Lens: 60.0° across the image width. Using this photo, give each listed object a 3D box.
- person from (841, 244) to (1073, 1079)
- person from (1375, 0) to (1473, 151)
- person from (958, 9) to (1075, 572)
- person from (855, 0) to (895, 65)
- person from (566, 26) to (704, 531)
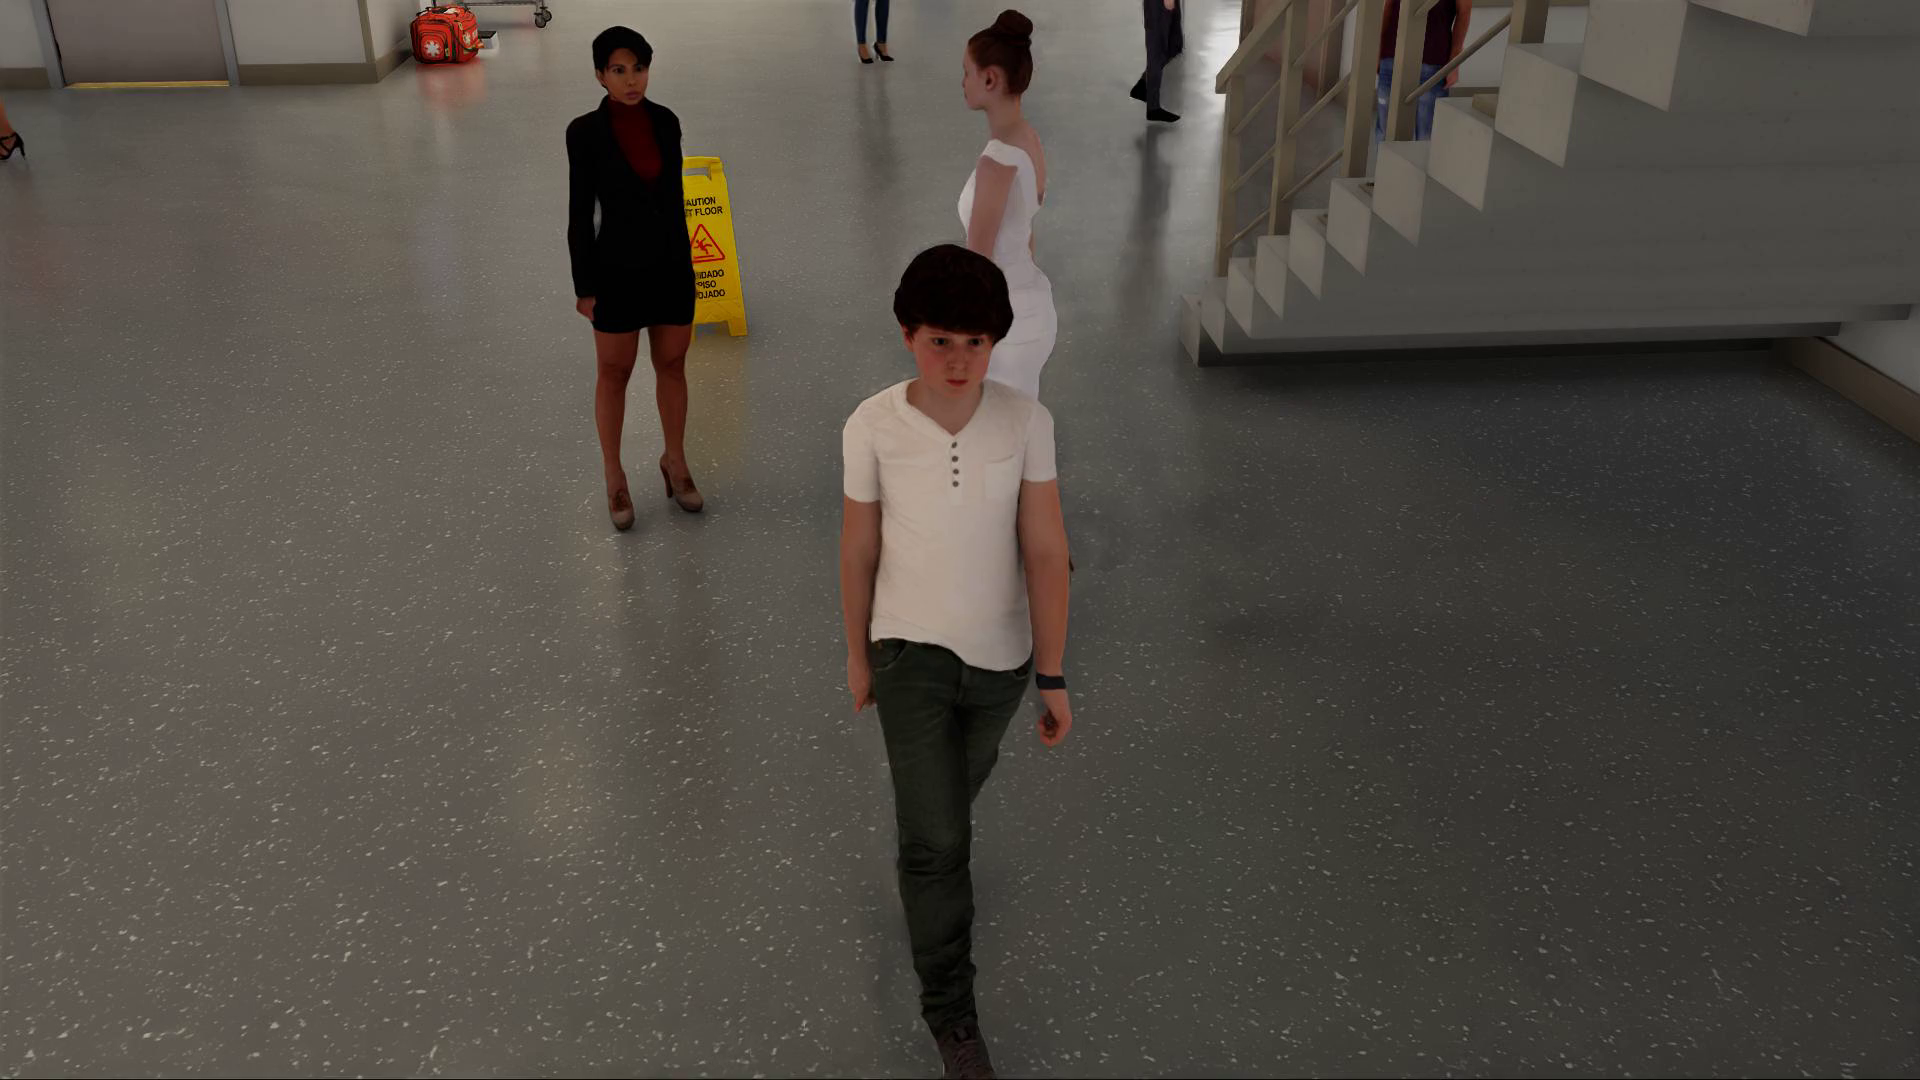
[{"bbox_3d":[-0.020,0.210,3.312,0.646,1.610,1.159,-5,26,-9],"label":"person"},{"bbox_3d":[2.412,-2.541,8.734,0.799,1.855,0.710,-22,34,-38],"label":"person"},{"bbox_3d":[0.238,-0.569,4.729,0.691,1.782,0.628,4,26,8],"label":"person"},{"bbox_3d":[-0.698,-4.786,13.462,0.646,1.793,0.683,-22,33,-38],"label":"person"},{"bbox_3d":[-1.048,-0.836,5.445,0.689,1.640,0.734,-16,30,-29],"label":"person"}]
